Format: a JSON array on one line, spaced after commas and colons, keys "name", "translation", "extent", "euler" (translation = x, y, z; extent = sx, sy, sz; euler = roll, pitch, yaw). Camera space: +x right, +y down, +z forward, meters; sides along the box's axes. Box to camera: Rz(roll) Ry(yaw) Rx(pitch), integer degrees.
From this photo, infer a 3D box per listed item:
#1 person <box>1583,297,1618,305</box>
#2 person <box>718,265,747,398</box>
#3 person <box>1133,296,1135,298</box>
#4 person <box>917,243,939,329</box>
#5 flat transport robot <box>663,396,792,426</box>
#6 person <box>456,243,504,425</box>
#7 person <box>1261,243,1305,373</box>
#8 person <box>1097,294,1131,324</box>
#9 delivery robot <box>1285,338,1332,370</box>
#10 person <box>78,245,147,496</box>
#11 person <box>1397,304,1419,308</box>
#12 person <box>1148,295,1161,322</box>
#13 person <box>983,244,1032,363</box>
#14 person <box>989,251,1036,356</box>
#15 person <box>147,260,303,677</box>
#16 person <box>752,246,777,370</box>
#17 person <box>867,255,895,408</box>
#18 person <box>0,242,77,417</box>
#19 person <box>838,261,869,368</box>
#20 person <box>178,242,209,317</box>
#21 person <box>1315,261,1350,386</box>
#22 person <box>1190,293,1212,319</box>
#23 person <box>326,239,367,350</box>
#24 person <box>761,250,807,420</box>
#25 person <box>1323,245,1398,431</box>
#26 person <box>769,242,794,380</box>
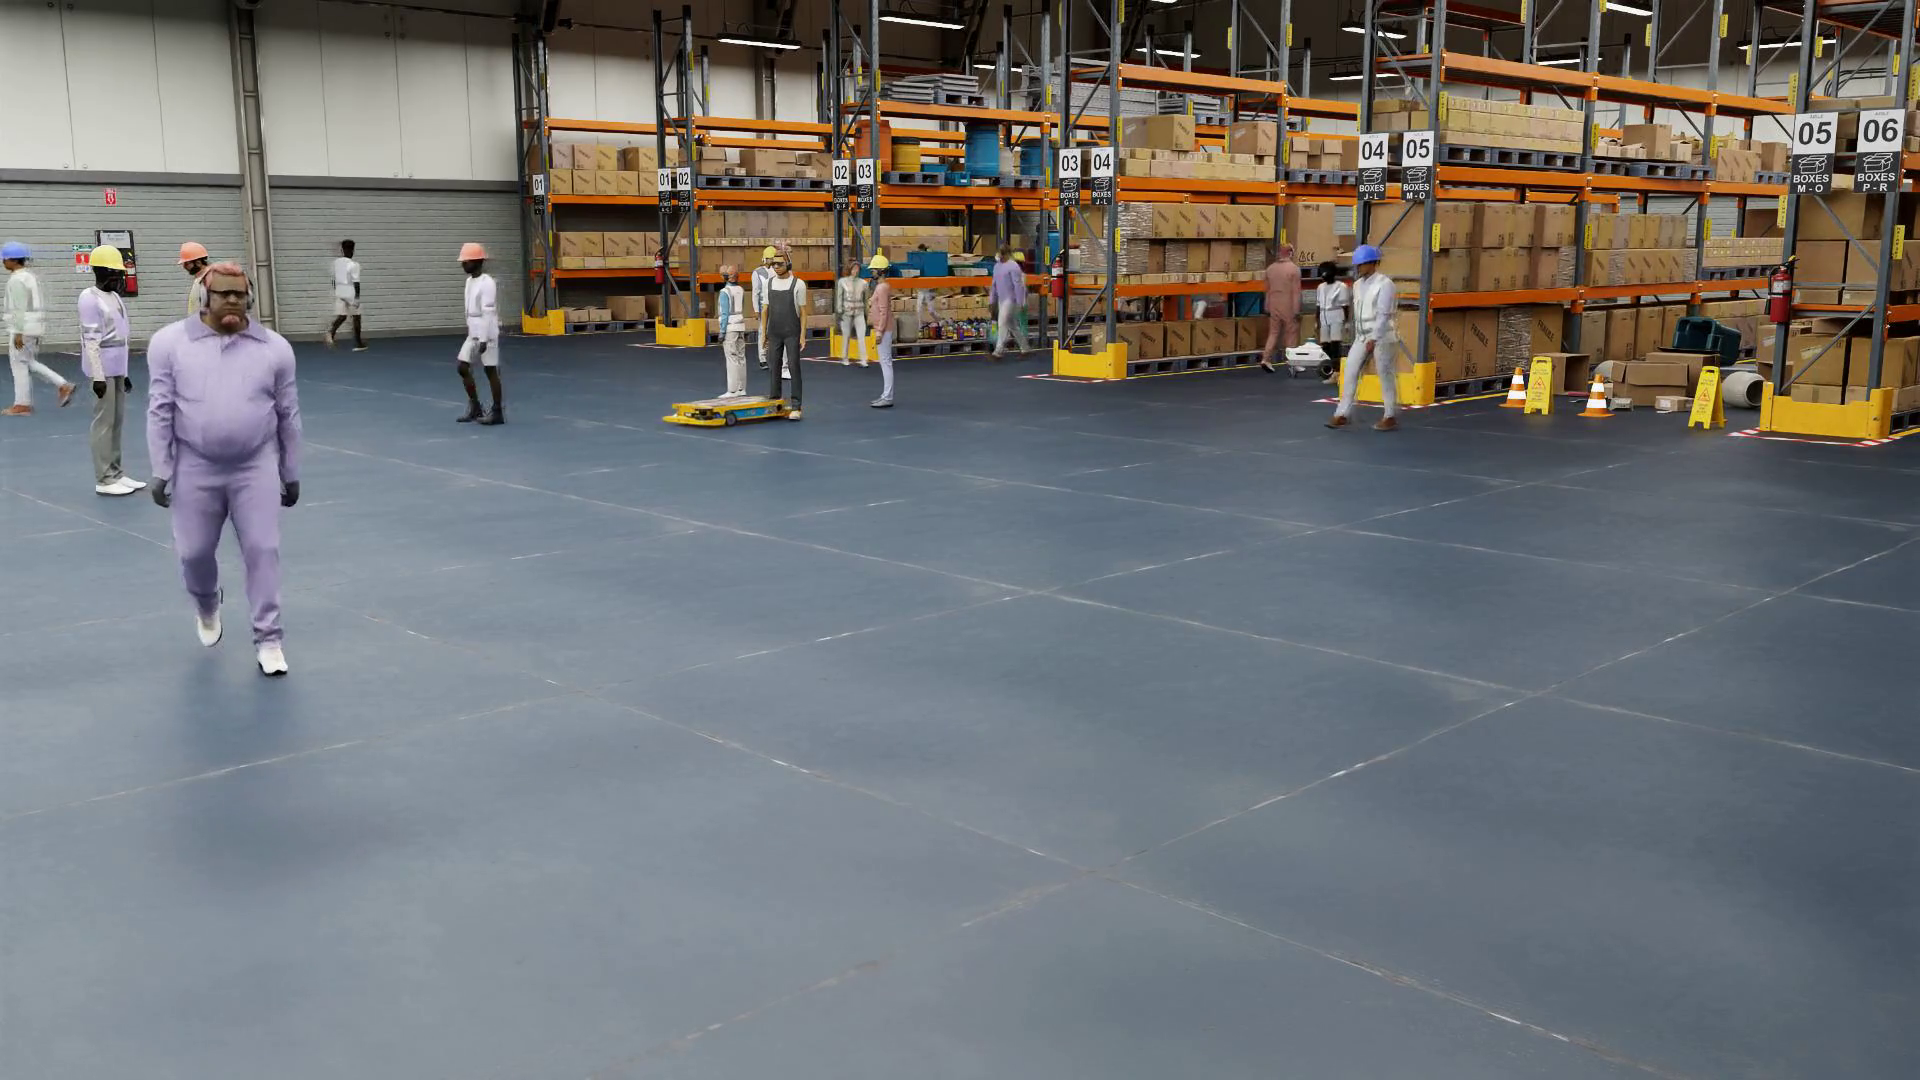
[{"name": "person", "translation": [10.583, -3.974, 27.404], "extent": [0.661, 1.921, 0.721], "euler": [9, 14, 41]}, {"name": "person", "translation": [-2.808, -2.559, 20.471], "extent": [0.310, 1.642, 0.514], "euler": [4, 11, 20]}, {"name": "person", "translation": [4.630, -6.579, 41.896], "extent": [0.938, 1.834, 0.533], "euler": [-10, 14, -42]}, {"name": "person", "translation": [-0.633, -4.816, 32.225], "extent": [0.517, 1.849, 0.767], "euler": [4, 11, 23]}, {"name": "flat transport robot", "translation": [-2.473, -1.412, 18.073], "extent": [0.652, 0.197, 1.431], "euler": [8, 13, 38]}, {"name": "person", "translation": [-5.132, -2.167, 17.578], "extent": [0.634, 1.913, 0.563], "euler": [-9, 14, -42]}, {"name": "person", "translation": [4.741, -3.392, 24.388], "extent": [0.645, 1.914, 0.668], "euler": [-9, 14, -40]}, {"name": "person", "translation": [2.685, -4.330, 29.439], "extent": [0.923, 1.899, 0.550], "euler": [-9, 13, -39]}, {"name": "delivery robot", "translation": [4.995, -2.630, 23.682], "extent": [0.707, 0.478, 0.477], "euler": [2, 11, 11]}, {"name": "person", "translation": [-6.616, -1.323, 12.961], "extent": [0.384, 1.924, 0.589], "euler": [-1, 10, -8]}, {"name": "person", "translation": [6.693, -3.423, 24.424], "extent": [0.587, 1.920, 0.392], "euler": [9, 14, 40]}, {"name": "person", "translation": [4.322, -5.722, 36.910], "extent": [0.547, 1.938, 0.359], "euler": [6, 12, 31]}, {"name": "person", "translation": [0.790, -3.799, 26.665], "extent": [0.975, 1.878, 0.643], "euler": [-6, 12, -28]}, {"name": "person", "translation": [0.870, -3.911, 27.596], "extent": [0.809, 1.742, 0.531], "euler": [-7, 13, -35]}, {"name": "person", "translation": [-3.397, -0.346, 7.722], "extent": [0.679, 1.887, 0.736], "euler": [-5, 11, -25]}, {"name": "person", "translation": [-2.840, -3.498, 25.069], "extent": [0.603, 1.830, 0.404], "euler": [-8, 13, -36]}, {"name": "person", "translation": [-0.925, -2.444, 19.504], "extent": [0.316, 1.769, 0.523], "euler": [0, 10, 0]}, {"name": "person", "translation": [-10.387, -2.356, 18.586], "extent": [0.675, 1.928, 0.616], "euler": [-3, 11, -17]}, {"name": "person", "translation": [-1.633, -3.460, 25.467], "extent": [0.515, 1.608, 0.732], "euler": [-3, 11, -16]}, {"name": "person", "translation": [-7.691, -2.049, 16.907], "extent": [0.371, 1.928, 0.543], "euler": [-6, 12, -29]}, {"name": "person", "translation": [5.082, -2.939, 22.477], "extent": [0.601, 1.660, 0.590], "euler": [-7, 13, -35]}, {"name": "person", "translation": [4.409, -4.316, 30.131], "extent": [0.681, 1.617, 0.511], "euler": [-7, 12, -33]}, {"name": "person", "translation": [-10.729, -4.275, 29.018], "extent": [0.629, 1.945, 0.780], "euler": [4, 11, 19]}, {"name": "person", "translation": [-1.919, -2.228, 18.108], "extent": [0.514, 1.843, 0.327], "euler": [3, 11, 14]}, {"name": "person", "translation": [4.149, -2.050, 17.005], "extent": [0.937, 1.893, 0.609], "euler": [-6, 12, -29]}, {"name": "person", "translation": [-2.456, -3.217, 23.335], "extent": [0.405, 1.906, 0.652], "euler": [-3, 11, -18]}]
